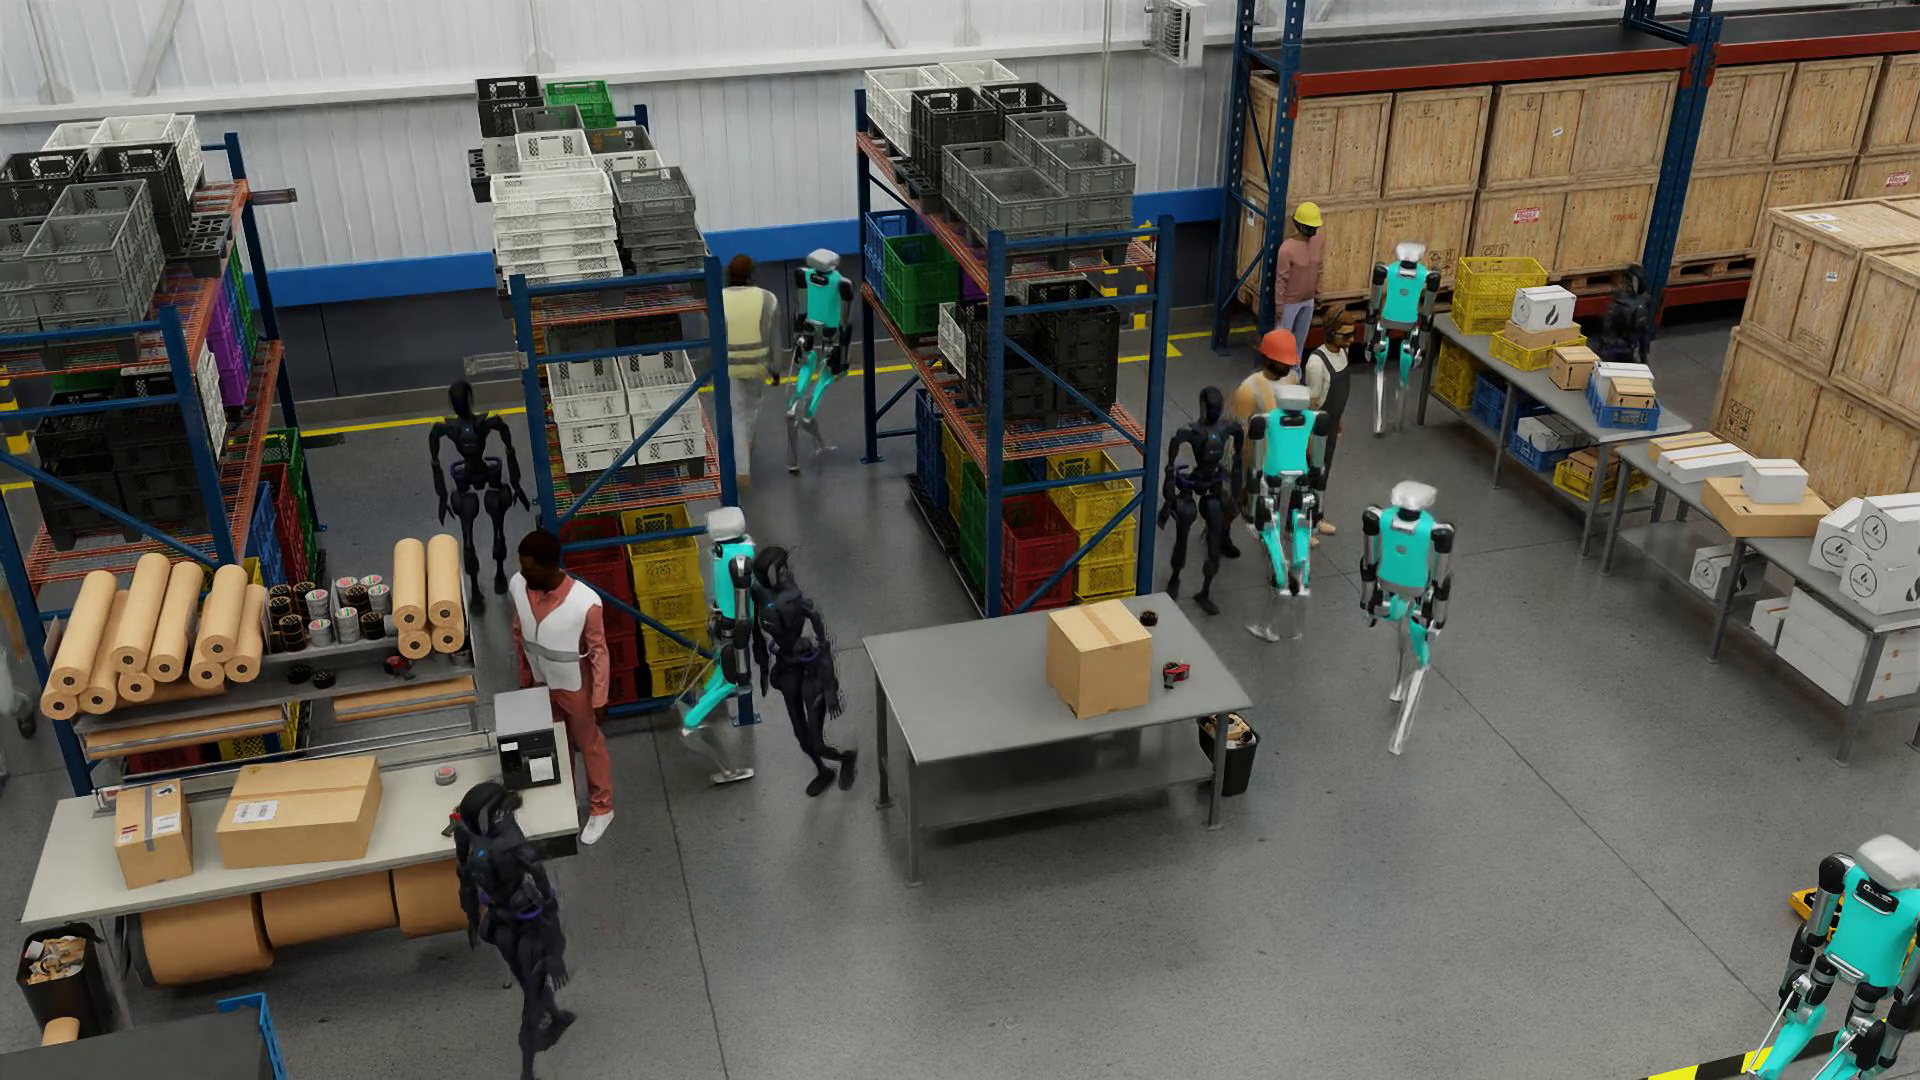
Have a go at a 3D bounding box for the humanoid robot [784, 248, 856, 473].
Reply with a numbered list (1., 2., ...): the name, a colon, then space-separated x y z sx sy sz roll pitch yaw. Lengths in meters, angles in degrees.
1. humanoid robot: -1.211 -1.337 13.125 0.577 1.810 0.811 15 32 25

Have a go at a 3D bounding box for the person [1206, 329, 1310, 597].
1. person: 2.118 -0.612 11.598 0.558 1.885 0.990 -23 36 -36

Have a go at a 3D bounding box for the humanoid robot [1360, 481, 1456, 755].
1. humanoid robot: 2.717 0.355 10.022 0.532 1.765 0.925 16 33 27

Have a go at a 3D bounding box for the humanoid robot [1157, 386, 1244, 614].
1. humanoid robot: 1.639 -0.303 11.250 0.612 1.643 0.471 -7 30 -13

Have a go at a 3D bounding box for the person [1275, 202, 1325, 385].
1. person: 2.931 -2.071 14.383 0.521 1.762 0.335 -19 34 -30

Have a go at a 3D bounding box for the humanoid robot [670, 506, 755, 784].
1. humanoid robot: -1.442 0.688 9.422 0.668 1.830 0.552 -9 30 -15

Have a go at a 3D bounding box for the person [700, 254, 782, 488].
1. person: -1.719 -1.376 13.087 0.609 1.783 0.912 -10 30 -18

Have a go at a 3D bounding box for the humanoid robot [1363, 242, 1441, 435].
1. humanoid robot: 3.579 -1.599 13.654 0.543 1.892 0.759 8 30 14

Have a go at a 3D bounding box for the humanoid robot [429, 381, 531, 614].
1. humanoid robot: -3.244 -0.311 11.277 0.616 1.641 0.600 -8 30 -14

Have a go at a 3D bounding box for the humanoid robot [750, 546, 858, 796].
1. humanoid robot: -0.895 0.742 9.355 0.609 1.629 0.420 17 33 29

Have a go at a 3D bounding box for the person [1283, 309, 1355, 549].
1. person: 2.616 -0.811 12.017 0.332 1.837 0.506 19 34 31

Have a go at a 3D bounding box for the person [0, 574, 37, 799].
1. person: -5.662 0.585 9.488 0.562 1.819 0.622 -9 30 -17

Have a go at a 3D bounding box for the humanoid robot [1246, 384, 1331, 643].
1. humanoid robot: 2.142 -0.081 10.801 0.541 1.796 0.705 -2 29 -4

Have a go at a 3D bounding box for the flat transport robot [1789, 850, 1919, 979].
1. flat transport robot: 5.163 1.916 8.676 1.431 0.231 0.659 -8 30 -14

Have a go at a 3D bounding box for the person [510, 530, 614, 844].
1. person: -2.147 0.776 9.042 0.587 1.915 0.396 15 32 25

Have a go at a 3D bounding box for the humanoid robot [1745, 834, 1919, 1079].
1. humanoid robot: 3.503 2.013 6.835 0.735 1.677 0.533 -16 33 -27

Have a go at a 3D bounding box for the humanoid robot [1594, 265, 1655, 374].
1. humanoid robot: 5.292 -1.434 13.368 0.600 1.633 0.788 -15 32 -25

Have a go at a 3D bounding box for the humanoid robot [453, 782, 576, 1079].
1. humanoid robot: -2.029 1.776 7.492 0.600 1.633 0.674 14 32 24
